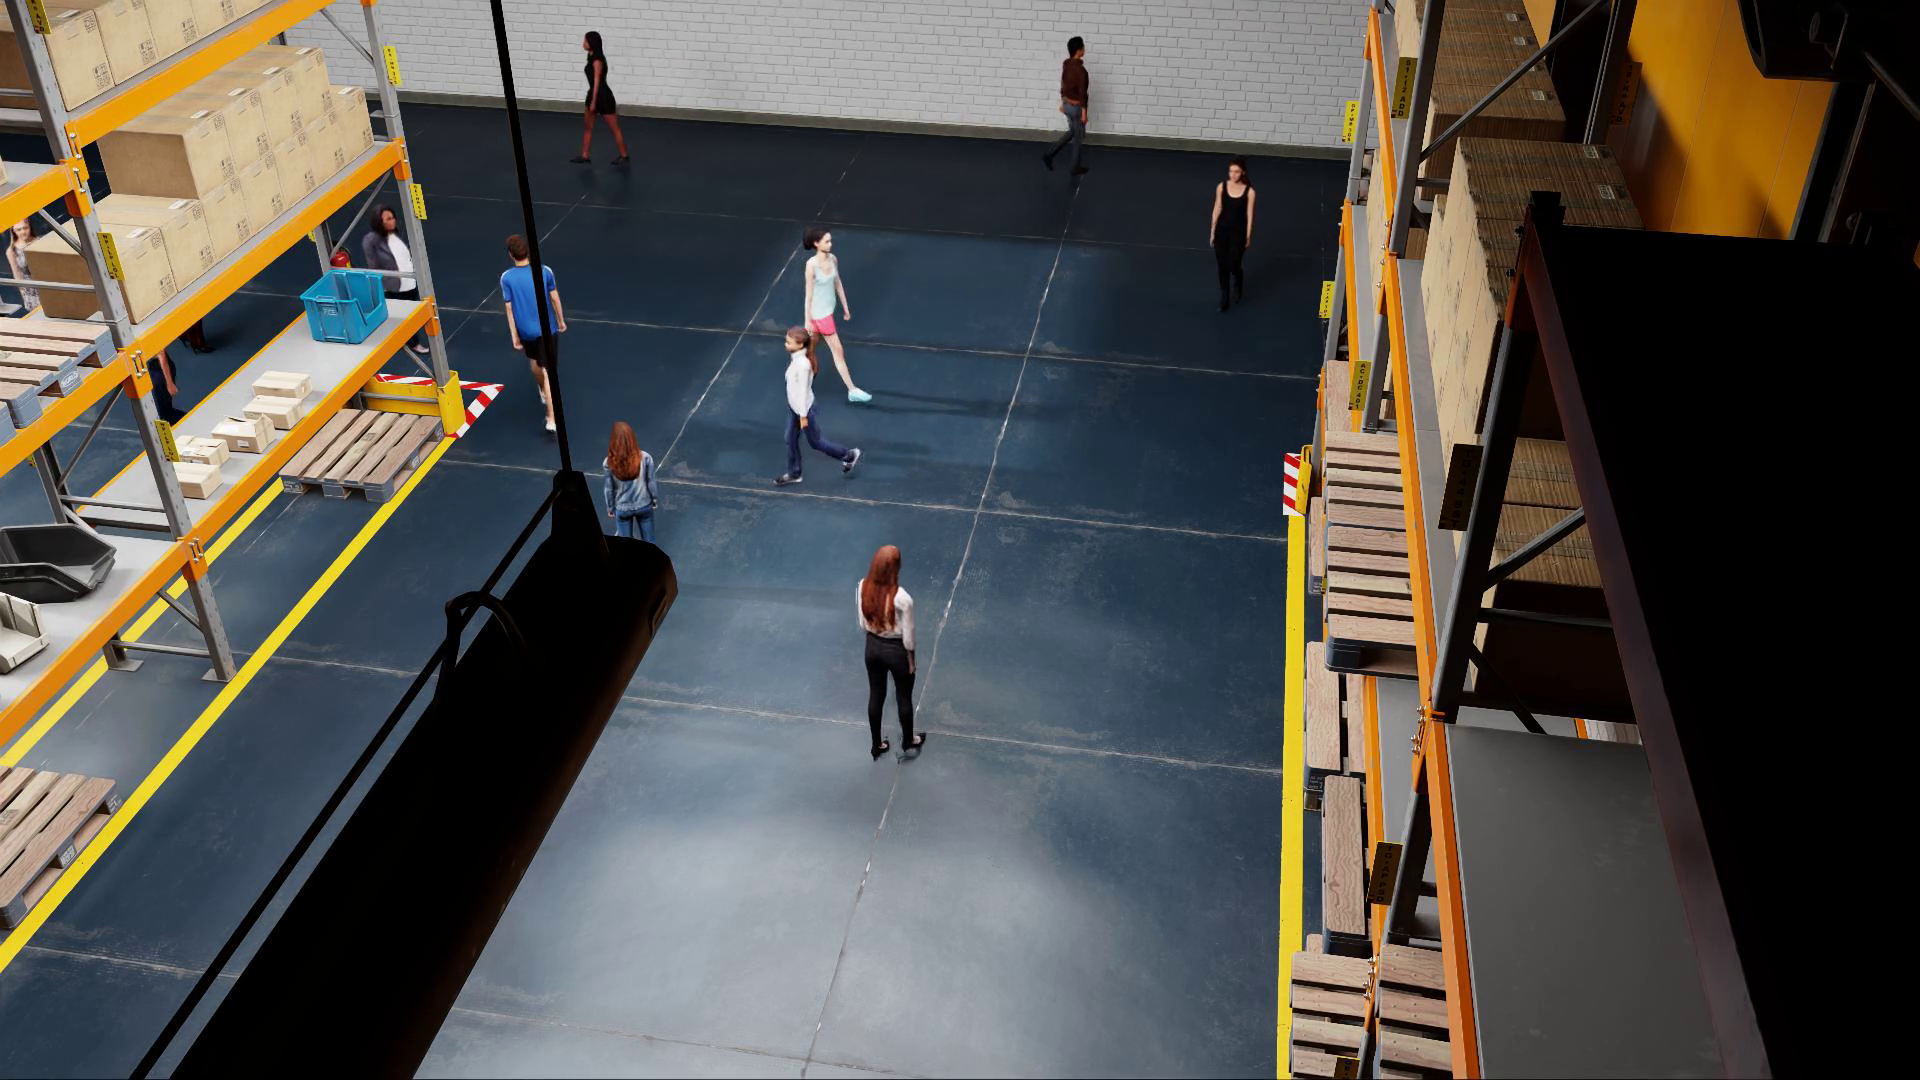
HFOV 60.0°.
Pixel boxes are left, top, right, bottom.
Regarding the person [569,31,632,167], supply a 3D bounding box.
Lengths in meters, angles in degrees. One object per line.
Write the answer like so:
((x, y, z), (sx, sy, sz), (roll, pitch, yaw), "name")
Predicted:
((-4.424, -5.538, 20.964), (1.009, 1.712, 0.990), (-18, 38, -25), "person")

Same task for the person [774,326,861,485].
((-1.283, -1.165, 14.550), (0.858, 1.530, 0.997), (-9, 35, -13), "person")

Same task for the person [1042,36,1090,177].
((1.348, -5.337, 20.613), (0.991, 1.766, 0.962), (-15, 37, -22), "person")

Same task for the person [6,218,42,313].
((-8.948, -2.390, 16.261), (1.052, 1.676, 1.112), (-21, 39, -29), "person")

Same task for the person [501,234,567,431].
((-3.913, -1.882, 15.373), (1.050, 1.813, 1.349), (-8, 34, -12), "person")

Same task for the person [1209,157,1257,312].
((2.886, -3.244, 17.541), (0.680, 1.682, 0.752), (17, 37, 24), "person")

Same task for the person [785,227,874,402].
((-1.379, -2.153, 15.871), (0.983, 1.713, 1.259), (19, 38, 26), "person")

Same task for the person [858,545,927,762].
((-0.494, 0.793, 11.396), (0.706, 1.760, 0.752), (17, 37, 24), "person")

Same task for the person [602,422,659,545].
((-2.610, -0.278, 13.264), (0.625, 1.477, 0.612), (-8, 34, -11), "person")

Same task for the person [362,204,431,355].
((-5.697, -2.593, 16.650), (0.862, 1.583, 0.833), (16, 37, 23), "person")
